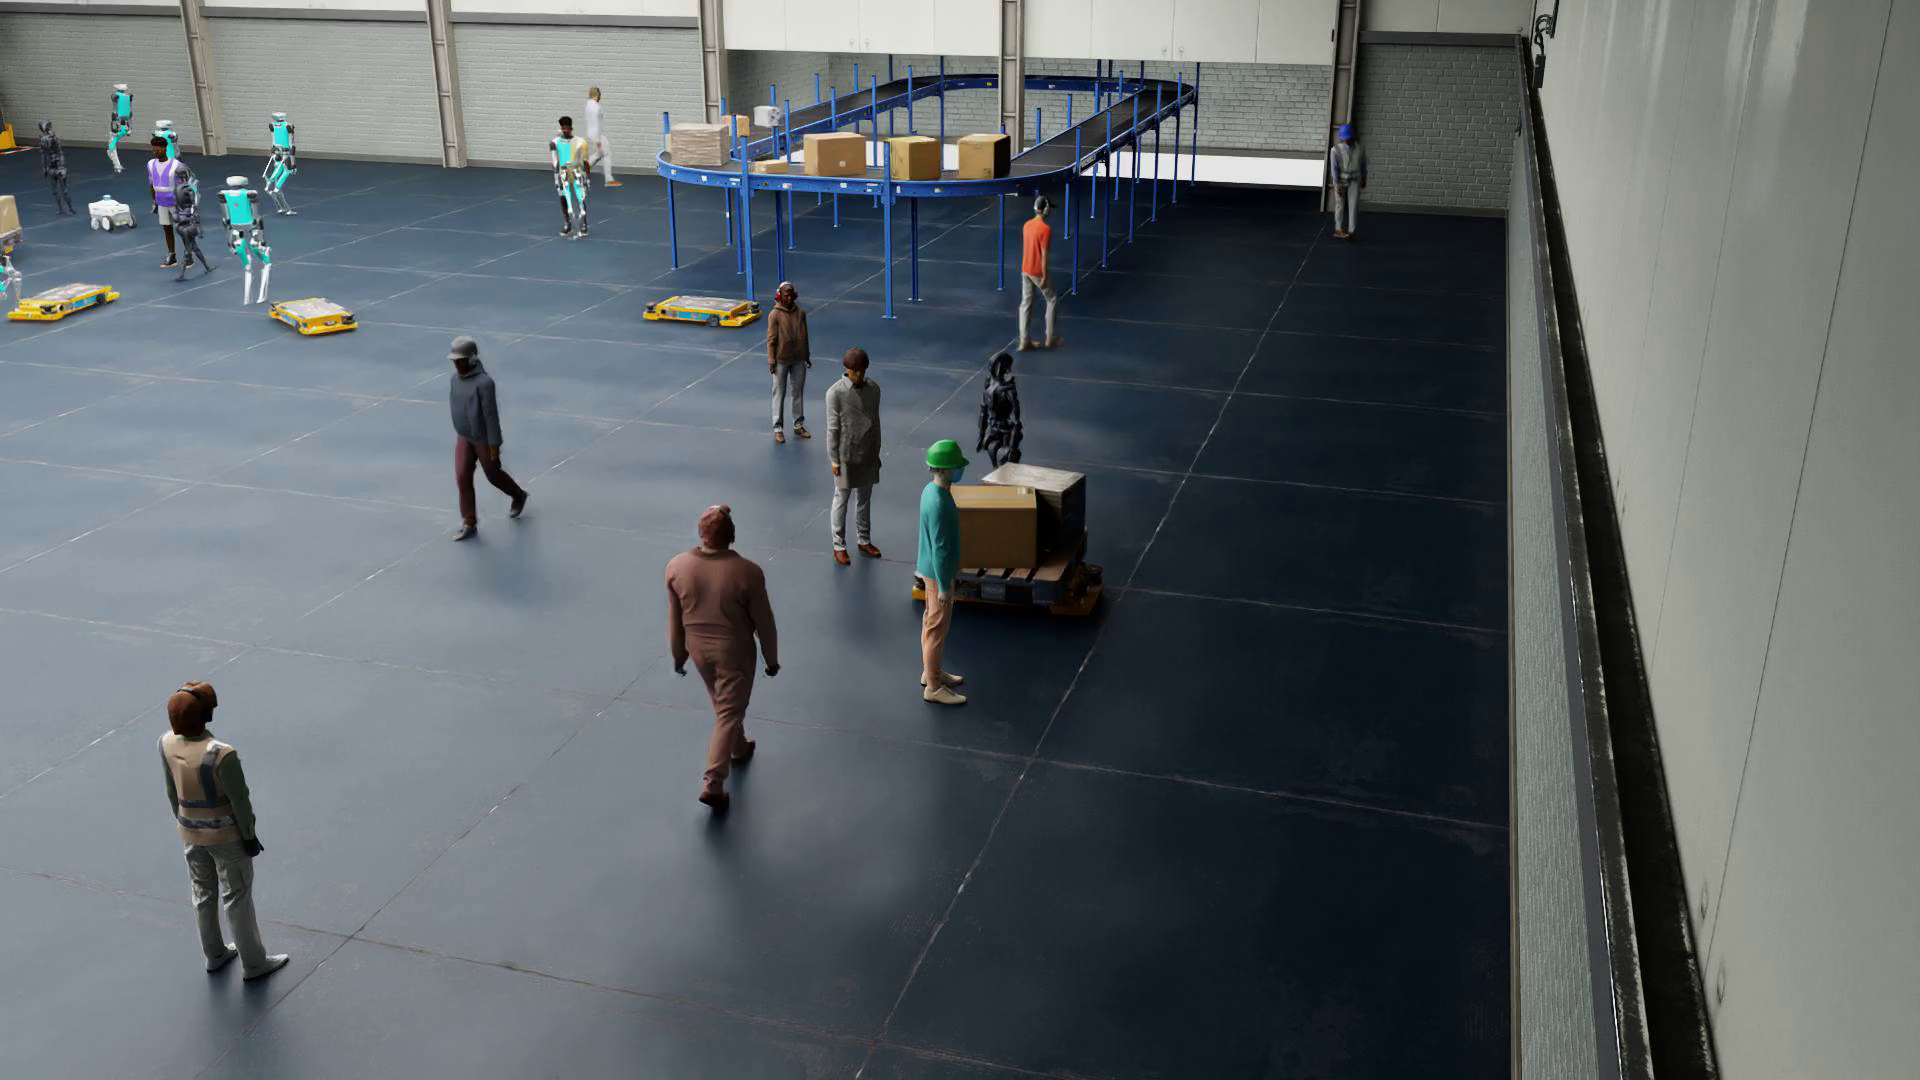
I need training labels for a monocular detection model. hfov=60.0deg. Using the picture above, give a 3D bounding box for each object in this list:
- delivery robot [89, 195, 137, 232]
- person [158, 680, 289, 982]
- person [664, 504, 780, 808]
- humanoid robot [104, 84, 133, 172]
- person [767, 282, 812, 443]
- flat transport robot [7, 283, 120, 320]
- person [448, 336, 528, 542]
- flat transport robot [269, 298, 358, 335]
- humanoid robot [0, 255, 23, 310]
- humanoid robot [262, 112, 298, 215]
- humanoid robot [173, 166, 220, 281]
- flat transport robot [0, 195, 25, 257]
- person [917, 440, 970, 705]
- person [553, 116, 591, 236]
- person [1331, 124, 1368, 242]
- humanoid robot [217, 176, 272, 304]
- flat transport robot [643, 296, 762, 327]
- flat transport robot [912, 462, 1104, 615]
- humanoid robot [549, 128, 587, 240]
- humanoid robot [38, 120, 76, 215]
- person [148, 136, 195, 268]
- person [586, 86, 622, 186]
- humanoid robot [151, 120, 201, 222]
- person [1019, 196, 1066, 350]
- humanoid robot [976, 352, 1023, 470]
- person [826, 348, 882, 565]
[{"bbox_3d":[-14.338,-5.509,28.057,0.747,0.586,0.523,13,25,30],"label":"delivery robot"},{"bbox_3d":[-3.769,1.481,8.422,0.514,1.644,0.306,8,23,21],"label":"person"},{"bbox_3d":[-1.453,0.680,10.200,0.655,1.863,0.971,6,22,16],"label":"person"},{"bbox_3d":[-17.216,-8.354,33.915,0.785,1.846,0.548,5,22,13],"label":"humanoid robot"},{"bbox_3d":[-1.752,-1.831,16.997,0.471,1.651,0.316,-13,24,-30],"label":"person"},{"bbox_3d":[-12.155,-3.234,22.567,0.659,0.231,1.431,3,21,9],"label":"flat transport robot"},{"bbox_3d":[-4.163,-0.931,14.499,0.542,1.780,0.828,10,23,25],"label":"person"},{"bbox_3d":[-8.484,-2.937,21.795,0.659,0.231,1.431,-17,27,-37],"label":"flat transport robot"},{"bbox_3d":[-12.618,-3.680,21.734,0.565,1.726,1.027,19,28,39],"label":"humanoid robot"},{"bbox_3d":[-11.949,-6.559,29.082,0.530,1.745,0.689,10,23,24],"label":"humanoid robot"},{"bbox_3d":[-11.260,-4.636,24.308,0.612,1.620,0.781,16,26,35],"label":"humanoid robot"},{"bbox_3d":[-15.198,-4.398,25.584,0.659,0.231,1.431,-3,21,-7],"label":"flat transport robot"},{"bbox_3d":[-0.115,0.208,11.408,0.361,1.872,0.529,-1,21,-3],"label":"person"},{"bbox_3d":[-6.386,-5.990,27.371,0.621,1.952,0.392,1,21,3],"label":"person"},{"bbox_3d":[6.295,-5.781,26.942,0.650,1.876,0.845,0,21,0],"label":"person"},{"bbox_3d":[-9.687,-4.073,22.762,0.537,1.852,0.671,1,21,1],"label":"humanoid robot"},{"bbox_3d":[-3.410,-3.035,22.049,1.431,0.231,0.659,7,22,17],"label":"flat transport robot"},{"bbox_3d":[0.392,0.338,13.300,1.431,0.231,0.659,6,22,14],"label":"flat transport robot"},{"bbox_3d":[-6.313,-5.780,27.135,0.543,1.759,0.884,-10,23,-23],"label":"humanoid robot"},{"bbox_3d":[-15.872,-6.538,29.200,0.611,1.655,0.336,11,24,26],"label":"humanoid robot"},{"bbox_3d":[-11.857,-5.067,24.964,0.602,1.966,0.372,4,21,10],"label":"person"},{"bbox_3d":[-7.039,-7.793,32.129,0.720,1.901,0.643,-8,23,-20],"label":"person"},{"bbox_3d":[-13.329,-6.329,28.504,0.532,1.749,0.720,10,23,25],"label":"humanoid robot"},{"bbox_3d":[1.014,-3.288,20.455,0.752,1.884,0.488,-18,27,-39],"label":"person"},{"bbox_3d":[0.298,-0.865,14.518,0.766,1.611,0.623,-14,25,-32],"label":"humanoid robot"},{"bbox_3d":[-0.865,-0.708,13.850,0.503,1.829,0.370,-13,25,-30],"label":"person"}]
